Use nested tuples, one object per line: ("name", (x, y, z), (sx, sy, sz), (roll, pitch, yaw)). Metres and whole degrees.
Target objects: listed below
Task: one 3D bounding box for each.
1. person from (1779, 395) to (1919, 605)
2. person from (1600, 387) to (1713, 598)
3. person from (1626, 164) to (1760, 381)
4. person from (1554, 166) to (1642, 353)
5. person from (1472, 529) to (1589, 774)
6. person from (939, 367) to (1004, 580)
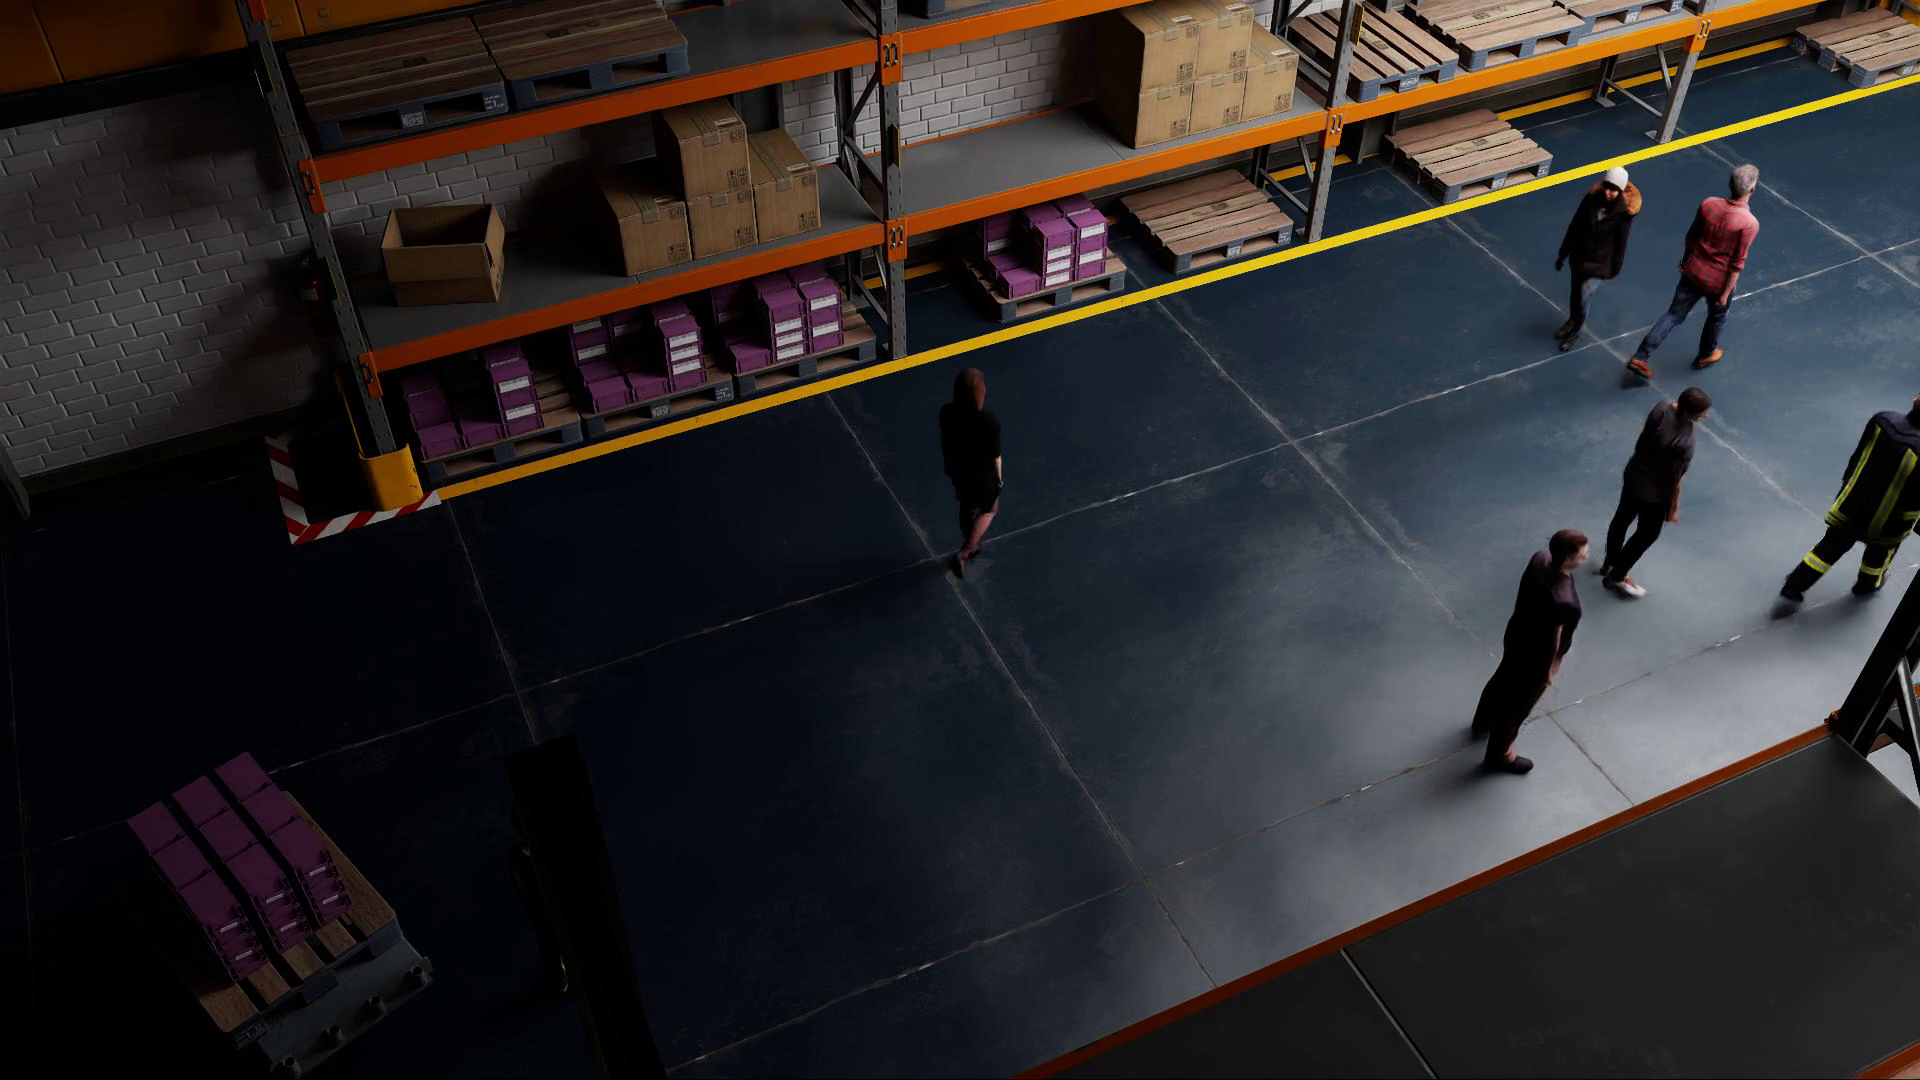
("person", (5.938, -0.243, 10.869), (1.132, 1.833, 0.795), (-22, 48, -21))
("person", (4.595, -0.382, 11.079), (0.658, 1.745, 0.724), (-18, 46, -18))
("person", (5.651, -1.986, 12.730), (1.235, 1.791, 0.797), (-22, 48, -22))
("person", (5.046, -2.268, 13.150), (0.721, 1.619, 0.691), (-28, 50, -26))
("person", (3.418, 0.617, 9.961), (0.745, 1.841, 0.768), (0, 44, 0))
("person", (0.057, -0.391, 11.127), (0.852, 1.691, 0.932), (18, 47, 18))
